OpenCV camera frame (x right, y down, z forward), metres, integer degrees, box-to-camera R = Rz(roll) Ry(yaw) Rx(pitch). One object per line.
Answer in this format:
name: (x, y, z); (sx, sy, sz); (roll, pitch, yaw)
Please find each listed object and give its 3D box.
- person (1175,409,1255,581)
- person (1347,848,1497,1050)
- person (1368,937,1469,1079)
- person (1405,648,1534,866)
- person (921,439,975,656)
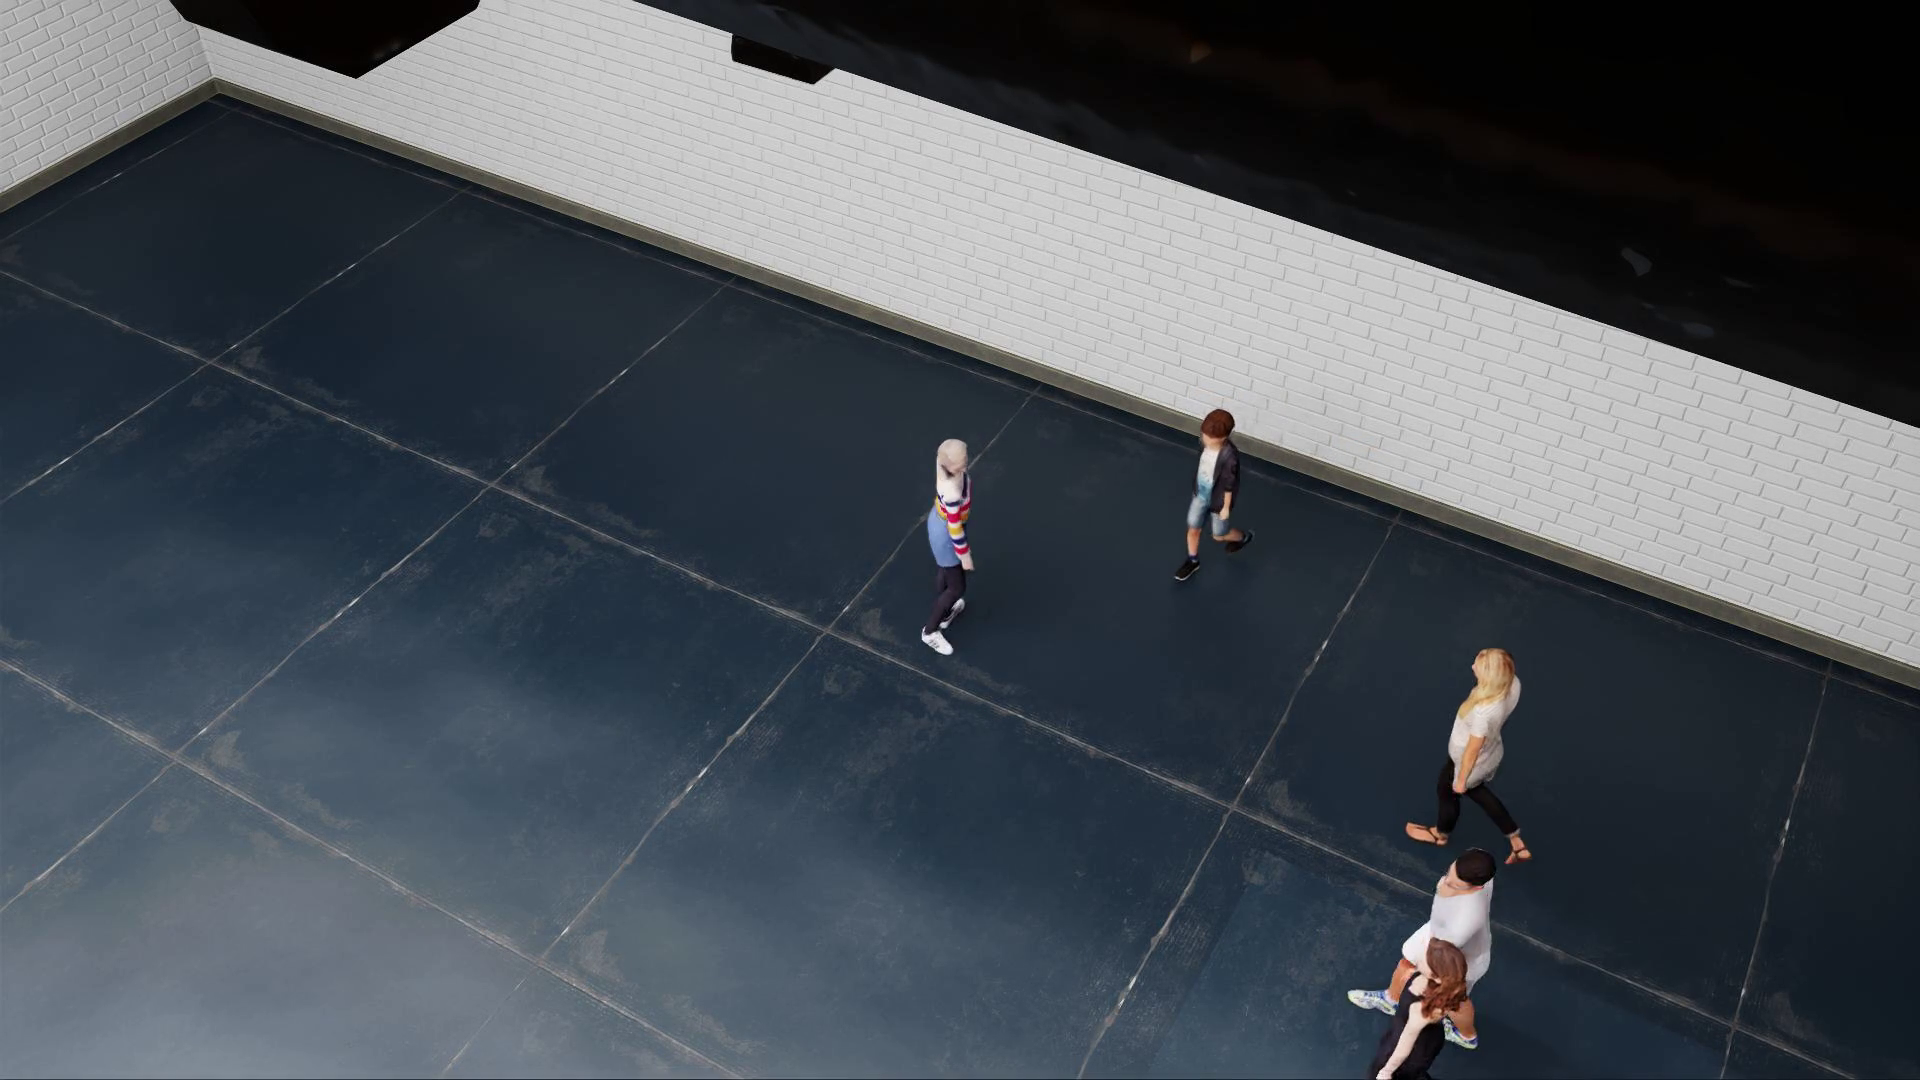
person: (1.779, -0.328, 11.330); (0.920, 1.429, 0.734); (-23, 48, -22)
person: (2.612, 2.087, 8.529); (0.958, 1.796, 0.988); (19, 47, 19)
person: (2.294, 2.495, 8.144); (0.660, 1.737, 0.751); (23, 48, 22)
person: (2.984, 1.282, 9.373); (0.712, 1.798, 0.922); (29, 50, 27)
person: (-0.082, -0.077, 10.813); (0.854, 1.778, 0.768); (-17, 46, -17)
